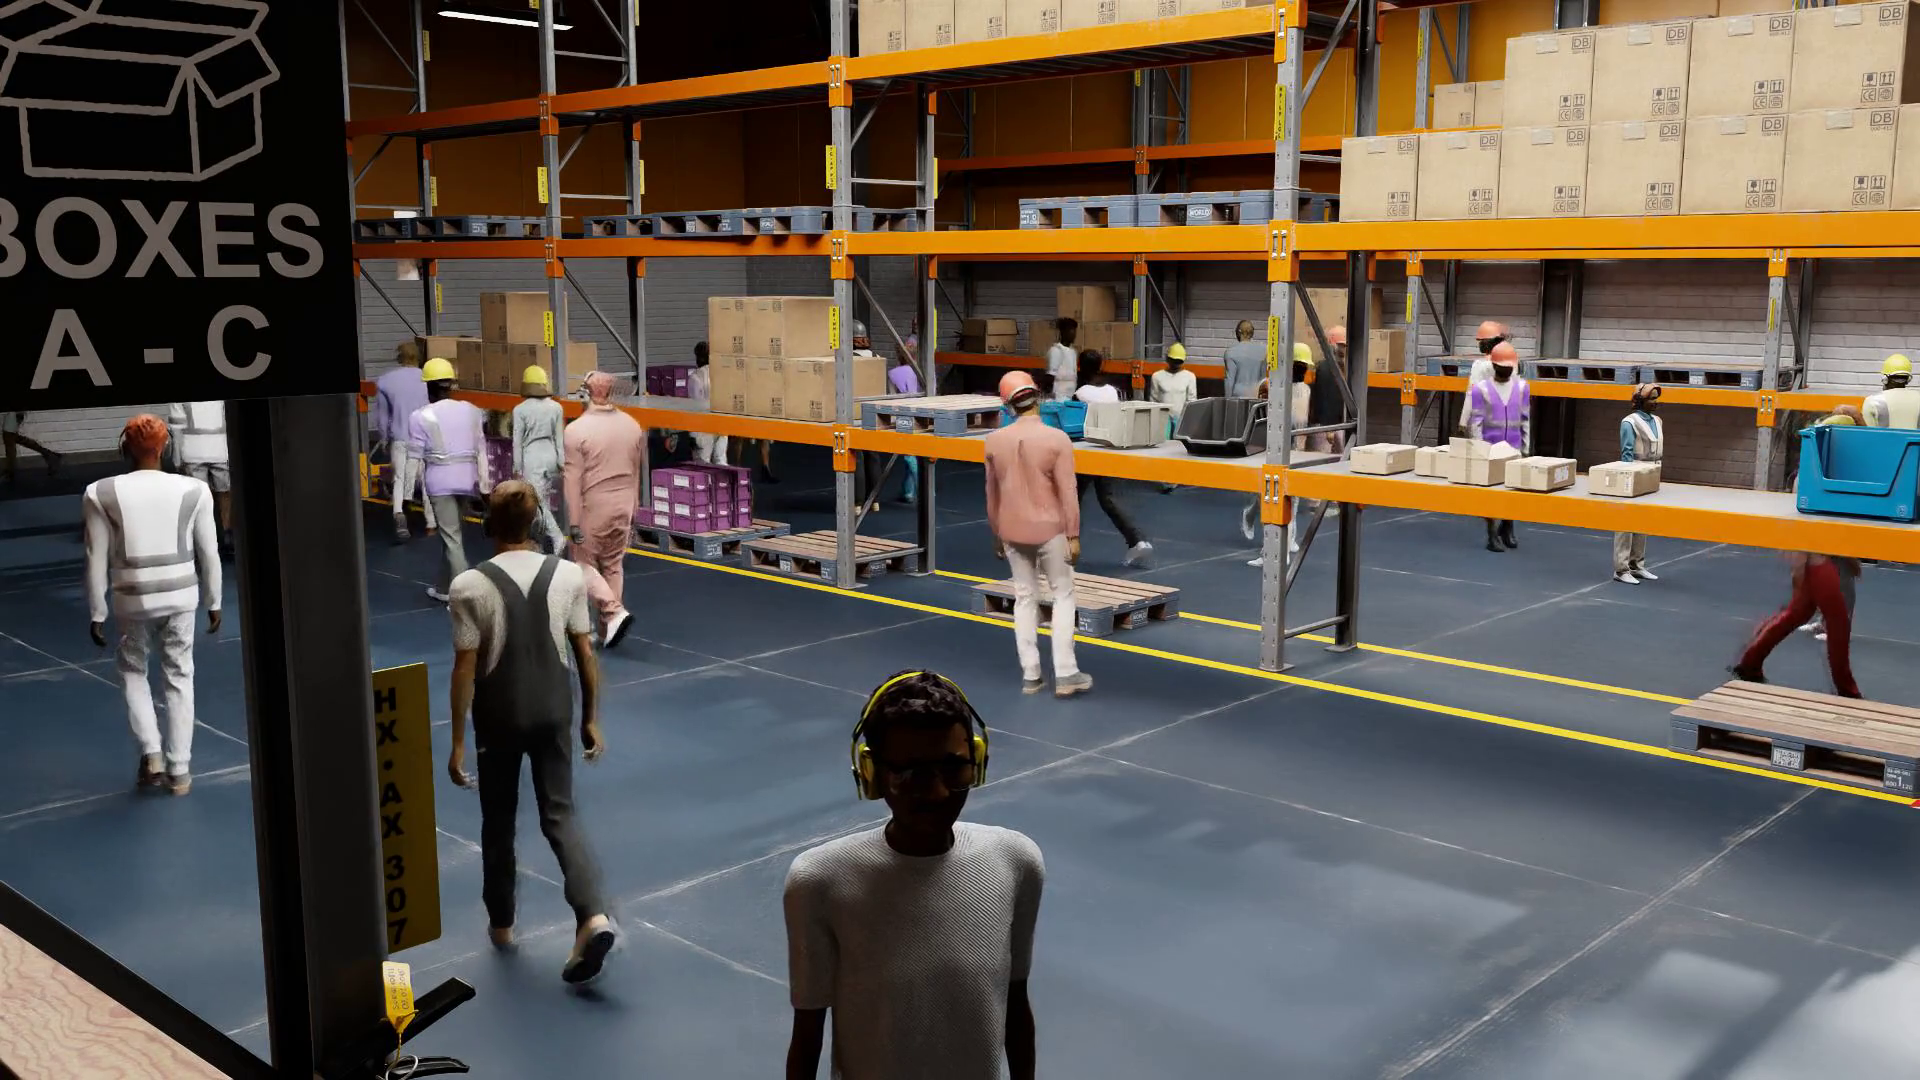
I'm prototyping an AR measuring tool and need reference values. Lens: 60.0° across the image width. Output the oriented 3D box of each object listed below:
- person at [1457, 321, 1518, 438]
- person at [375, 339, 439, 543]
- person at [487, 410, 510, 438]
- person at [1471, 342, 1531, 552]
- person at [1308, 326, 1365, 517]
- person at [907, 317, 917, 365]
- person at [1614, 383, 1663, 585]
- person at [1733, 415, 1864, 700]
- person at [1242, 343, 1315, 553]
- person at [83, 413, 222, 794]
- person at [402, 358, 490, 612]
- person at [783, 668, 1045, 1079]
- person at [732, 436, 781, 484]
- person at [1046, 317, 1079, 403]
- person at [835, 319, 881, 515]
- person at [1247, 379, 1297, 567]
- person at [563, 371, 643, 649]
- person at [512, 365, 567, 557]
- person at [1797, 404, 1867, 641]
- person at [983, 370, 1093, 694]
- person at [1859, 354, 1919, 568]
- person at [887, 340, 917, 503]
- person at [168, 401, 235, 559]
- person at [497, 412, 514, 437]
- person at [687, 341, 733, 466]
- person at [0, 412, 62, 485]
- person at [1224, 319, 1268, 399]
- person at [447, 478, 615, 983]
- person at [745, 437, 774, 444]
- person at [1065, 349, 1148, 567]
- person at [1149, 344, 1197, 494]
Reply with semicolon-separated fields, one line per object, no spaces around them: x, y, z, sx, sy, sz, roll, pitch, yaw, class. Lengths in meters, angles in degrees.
5.465;-1.281;17.479;0.637;2.003;0.941;-7;11;-35;person
-5.161;-0.929;15.660;0.643;1.910;0.832;-3;10;-16;person
-5.894;-1.719;21.341;0.406;1.612;0.536;-9;13;-43;person
4.873;-0.826;14.975;0.573;1.910;0.459;0;9;-1;person
3.905;-1.198;17.045;0.706;1.971;0.658;6;11;34;person
-0.572;-2.164;23.229;0.401;1.899;0.635;2;9;9;person
5.553;-0.466;13.595;0.514;1.641;0.308;-8;12;-39;person
5.036;0.113;9.805;0.536;1.731;0.884;-9;13;-44;person
2.910;-0.845;15.118;0.615;1.900;0.636;-6;11;-32;person
-3.924;0.312;8.129;0.601;1.864;0.439;-5;11;-28;person
-3.897;-0.403;12.409;0.857;1.893;0.619;7;12;37;person
-0.069;1.146;3.011;0.513;1.872;0.328;-4;10;-22;person
-2.434;-1.595;19.670;0.817;1.910;0.570;8;12;40;person
1.363;-1.822;20.947;0.555;1.948;0.651;5;11;28;person
-1.107;-1.288;17.411;0.535;2.000;0.688;7;11;35;person
2.681;-0.577;14.298;0.499;1.633;0.279;-7;12;-38;person
-2.368;-0.187;11.128;0.560;1.887;0.650;8;12;39;person
-3.694;-0.685;14.712;0.774;1.719;0.492;9;13;44;person
6.060;-0.120;11.496;0.280;1.633;0.500;1;9;8;person
0.449;-0.044;10.078;0.691;1.943;0.389;5;11;29;person
7.965;-0.671;14.256;0.589;1.834;0.403;0;9;1;person
-0.492;-1.238;17.848;0.566;1.812;0.893;-7;12;-37;person
-6.508;-0.732;14.353;0.574;1.925;0.409;-7;11;-36;person
-6.613;-2.193;24.213;0.522;1.620;0.623;1;9;6;person
-2.539;-1.131;17.110;0.577;1.825;0.634;8;12;40;person
-11.243;-1.626;19.878;0.774;1.913;0.552;-8;12;-40;person
3.496;-1.745;20.523;0.631;1.940;0.370;-5;10;-28;person
-1.564;0.688;6.044;0.559;1.809;0.847;-5;11;-28;person
-2.960;-2.319;24.354;0.626;1.839;0.430;-4;10;-21;person
1.201;-0.706;14.340;0.928;1.888;0.602;8;12;40;person
2.422;-1.393;19.067;0.562;1.713;0.933;0;9;3;person
